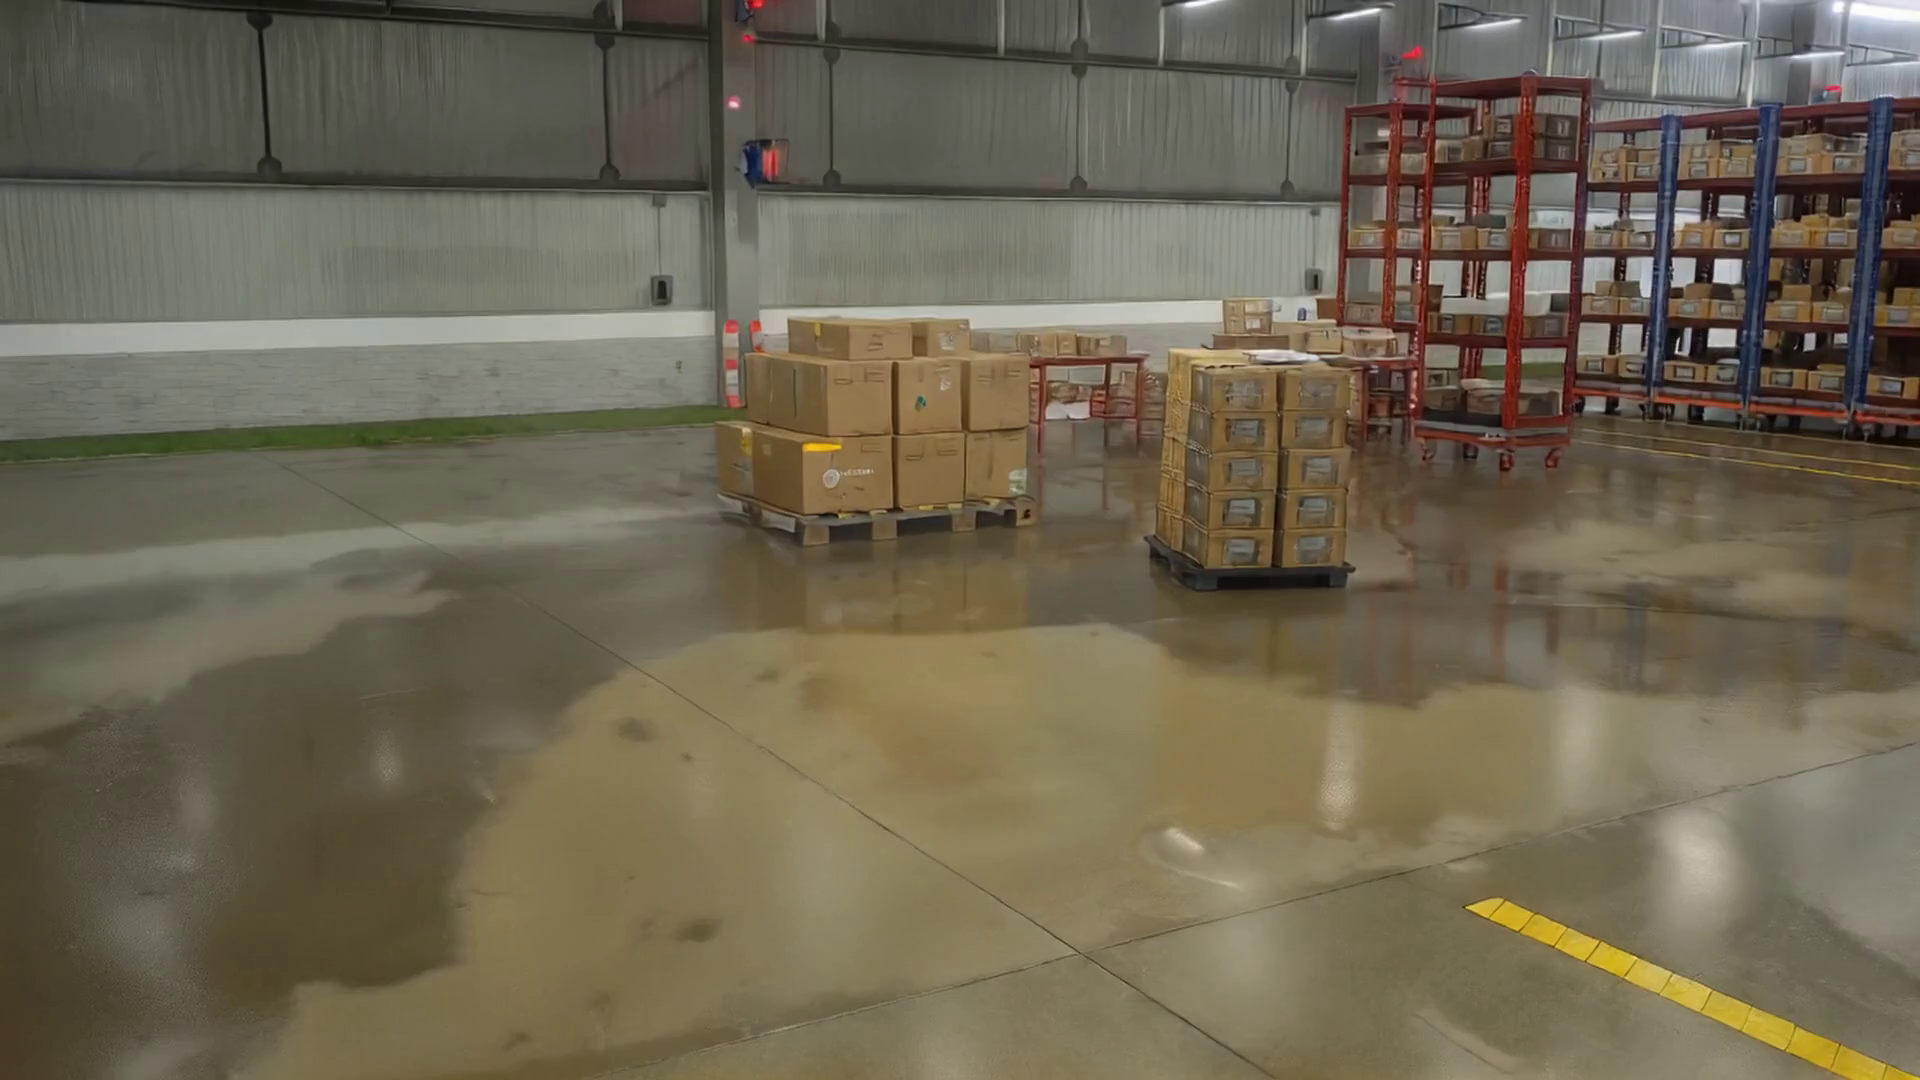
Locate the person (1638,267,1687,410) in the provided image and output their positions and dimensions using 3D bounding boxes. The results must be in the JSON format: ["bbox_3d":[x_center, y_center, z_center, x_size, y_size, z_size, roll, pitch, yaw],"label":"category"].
[{"bbox_3d":[8.948,-2.558,21.158,0.436,1.832,0.596,-8,13,-37],"label":"person"}]
